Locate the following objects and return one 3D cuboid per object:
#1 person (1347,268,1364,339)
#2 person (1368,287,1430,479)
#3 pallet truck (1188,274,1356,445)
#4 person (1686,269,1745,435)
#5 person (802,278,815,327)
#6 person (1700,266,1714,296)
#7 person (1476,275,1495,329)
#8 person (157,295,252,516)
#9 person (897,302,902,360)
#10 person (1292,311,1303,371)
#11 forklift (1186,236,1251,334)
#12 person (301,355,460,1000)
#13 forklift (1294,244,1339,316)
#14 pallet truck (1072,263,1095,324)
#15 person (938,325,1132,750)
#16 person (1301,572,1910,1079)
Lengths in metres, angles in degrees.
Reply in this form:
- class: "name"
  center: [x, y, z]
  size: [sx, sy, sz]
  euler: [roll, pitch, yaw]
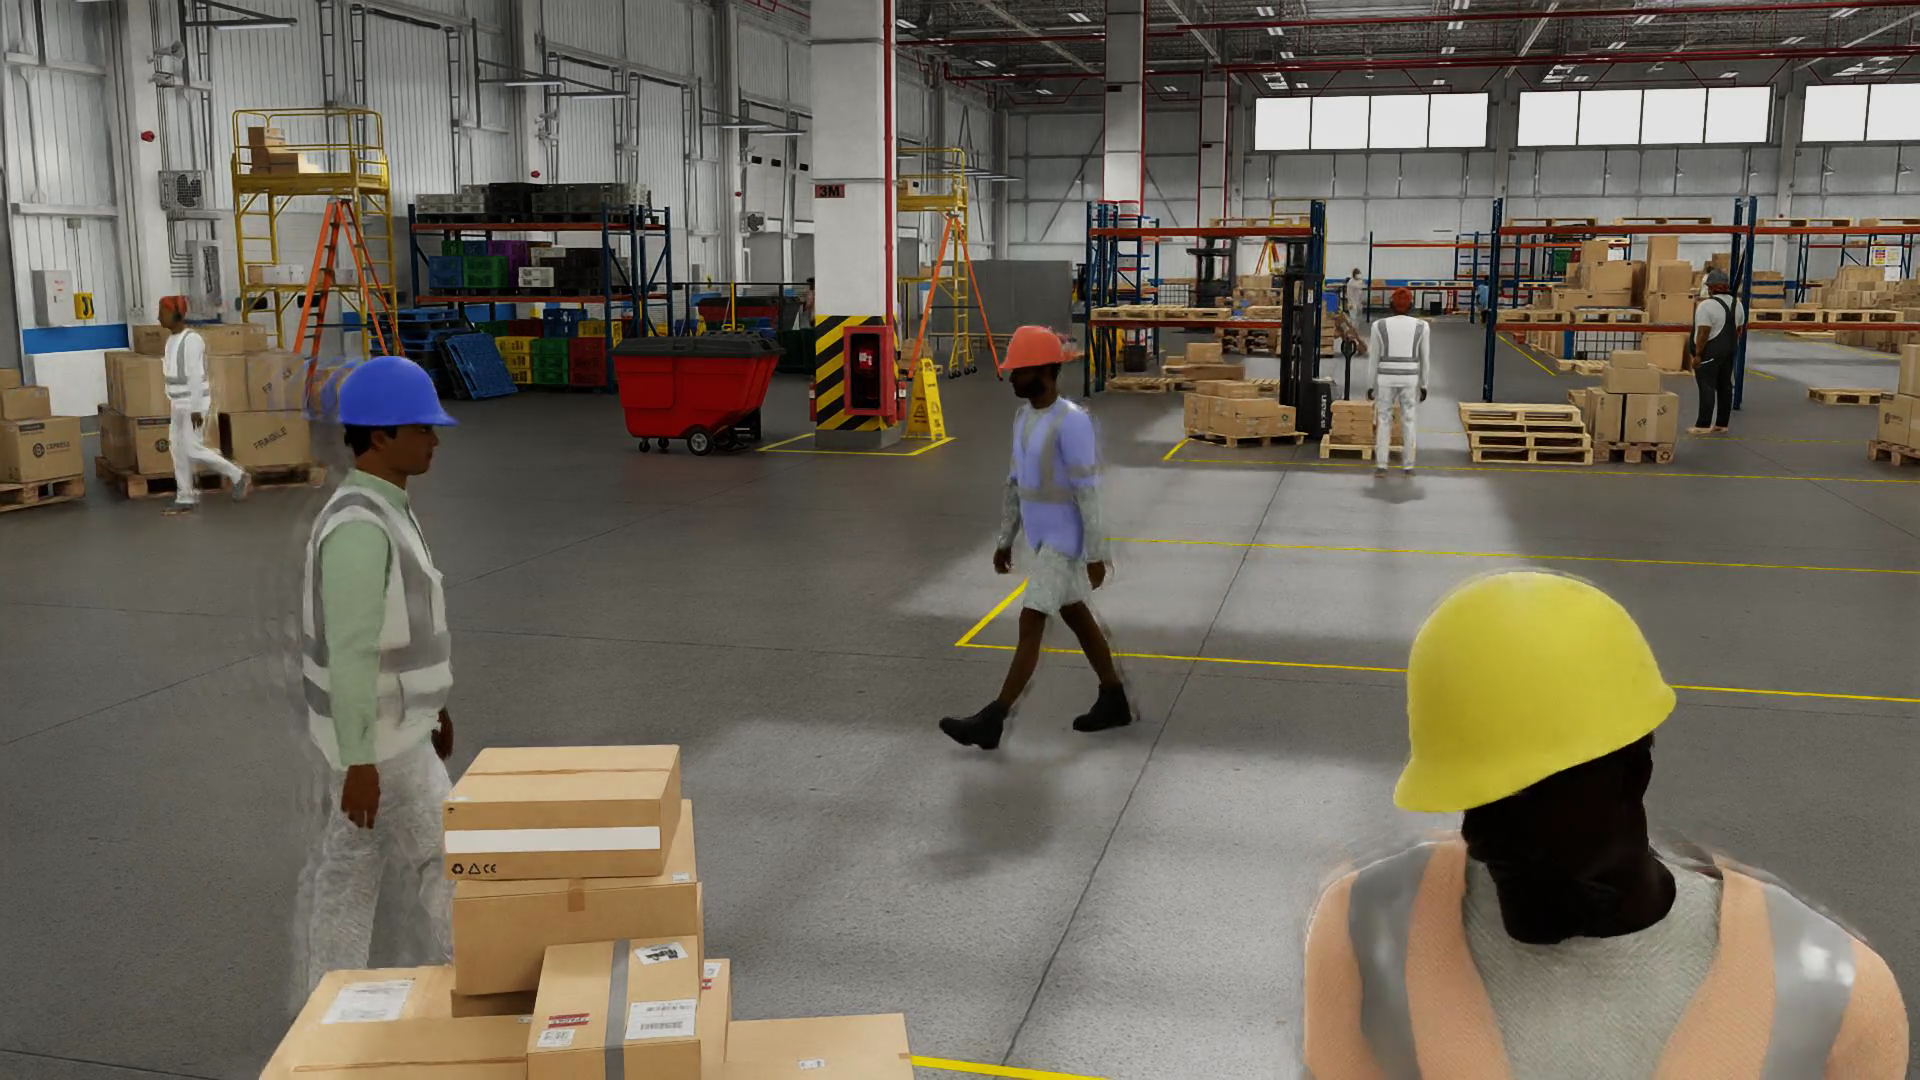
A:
- class: "person"
  center: [10.552, -6.305, 44.420]
  size: [0.656, 1.896, 0.479]
  euler: [-8, 12, -38]
- class: "person"
  center: [4.320, -1.540, 16.399]
  size: [0.584, 1.882, 0.337]
  euler: [1, 10, 8]
- class: "pallet truck"
  center: [3.653, -2.138, 19.590]
  size: [1.885, 1.965, 0.823]
  euler: [-4, 10, -20]
- class: "person"
  center: [9.254, -2.313, 20.493]
  size: [0.680, 2.000, 0.536]
  euler: [-4, 11, -23]
- class: "person"
  center: [-3.770, -5.899, 42.685]
  size: [0.541, 1.675, 0.772]
  euler: [4, 11, 24]
- class: "person"
  center: [22.815, -7.403, 50.817]
  size: [0.364, 1.930, 0.630]
  euler: [5, 11, 29]
- class: "person"
  center: [16.061, -7.269, 50.792]
  size: [0.527, 1.663, 0.809]
  euler: [5, 11, 29]
- class: "person"
  center: [-6.469, -1.140, 14.095]
  size: [0.601, 1.867, 0.655]
  euler: [9, 13, 41]
- class: "person"
  center: [-1.090, -2.670, 22.937]
  size: [0.593, 1.922, 0.376]
  euler: [-4, 11, -23]
- class: "person"
  center: [6.617, -4.103, 31.940]
  size: [0.327, 1.735, 0.486]
  euler: [6, 11, 32]
- class: "forklift"
  center: [7.390, -7.238, 47.019]
  size: [1.129, 2.768, 1.873]
  euler: [8, 13, 40]
- class: "person"
  center: [-1.369, 0.477, 4.415]
  size: [0.882, 1.914, 0.639]
  euler: [-3, 10, -17]
- class: "forklift"
  center: [10.663, -7.952, 51.223]
  size: [1.873, 2.768, 1.129]
  euler: [-4, 11, -25]
- class: "pallet truck"
  center: [4.325, -8.180, 55.162]
  size: [0.823, 1.965, 1.885]
  euler: [6, 11, 31]
- class: "person"
  center: [0.375, -0.014, 7.438]
  size: [1.020, 1.878, 0.566]
  euler: [-4, 10, -22]
- class: "person"
  center: [0.680, 0.935, 1.858]
  size: [0.613, 1.883, 0.830]
  euler: [4, 10, 22]
